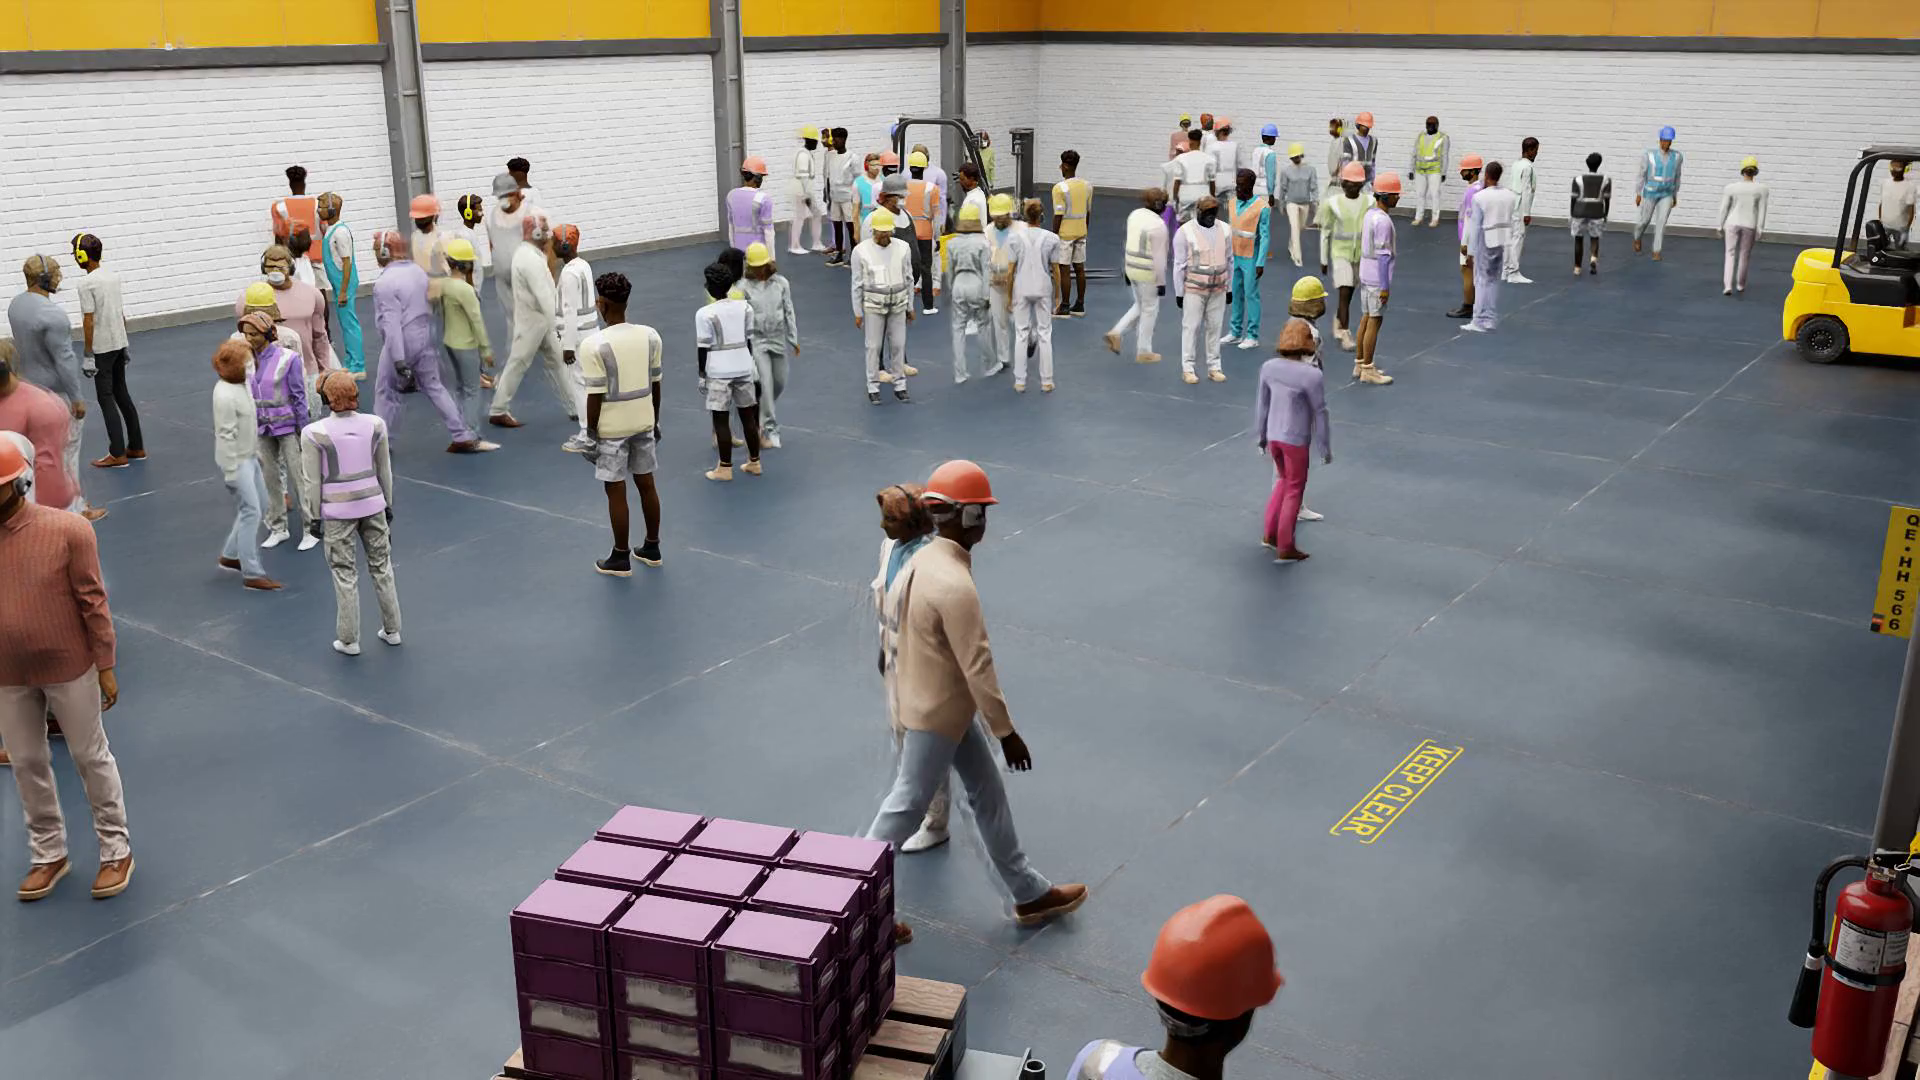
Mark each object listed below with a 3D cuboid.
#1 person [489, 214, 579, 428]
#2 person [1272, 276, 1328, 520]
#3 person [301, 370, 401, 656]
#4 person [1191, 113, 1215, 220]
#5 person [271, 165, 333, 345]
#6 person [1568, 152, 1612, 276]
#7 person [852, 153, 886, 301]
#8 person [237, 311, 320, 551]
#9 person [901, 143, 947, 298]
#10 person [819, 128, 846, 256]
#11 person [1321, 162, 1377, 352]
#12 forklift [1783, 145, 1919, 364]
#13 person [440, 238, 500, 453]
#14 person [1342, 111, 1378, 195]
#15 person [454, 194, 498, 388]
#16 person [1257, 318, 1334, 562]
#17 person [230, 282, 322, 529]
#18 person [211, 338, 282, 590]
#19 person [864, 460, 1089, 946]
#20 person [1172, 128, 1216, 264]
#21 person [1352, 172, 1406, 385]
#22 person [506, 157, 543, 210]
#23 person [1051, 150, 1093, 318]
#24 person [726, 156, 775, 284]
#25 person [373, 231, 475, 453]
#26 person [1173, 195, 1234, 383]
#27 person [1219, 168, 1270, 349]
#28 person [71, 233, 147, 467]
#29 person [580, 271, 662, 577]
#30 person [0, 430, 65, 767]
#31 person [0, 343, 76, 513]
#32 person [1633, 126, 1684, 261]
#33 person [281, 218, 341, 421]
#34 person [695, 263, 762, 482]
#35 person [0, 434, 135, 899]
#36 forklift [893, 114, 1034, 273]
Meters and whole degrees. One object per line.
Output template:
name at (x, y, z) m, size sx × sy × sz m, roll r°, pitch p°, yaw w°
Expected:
person at (-3.691, -1.905, 14.537) m, size 1.038 × 1.848 × 0.647 m, roll -3°, pitch 18°, yaw -10°
person at (2.450, -1.014, 11.905) m, size 0.287 × 1.746 × 0.488 m, roll -4°, pitch 18°, yaw -11°
person at (-3.428, -0.152, 9.399) m, size 0.317 × 1.629 × 0.508 m, roll 16°, pitch 24°, yaw 41°
person at (4.072, -6.158, 27.772) m, size 0.343 × 1.882 × 0.586 m, roll -10°, pitch 20°, yaw -29°
person at (-7.044, -3.039, 17.912) m, size 0.609 × 1.953 × 0.388 m, roll -9°, pitch 20°, yaw -25°
person at (8.562, -4.420, 22.644) m, size 0.540 × 1.681 × 0.458 m, roll 4°, pitch 18°, yaw 13°
person at (-1.115, -3.923, 20.867) m, size 0.574 × 1.834 × 0.395 m, roll -17°, pitch 24°, yaw -42°
person at (-4.621, -0.735, 11.220) m, size 0.524 × 1.631 × 0.318 m, roll 3°, pitch 18°, yaw 8°
person at (-0.466, -4.050, 21.110) m, size 0.639 × 1.927 × 0.368 m, roll 6°, pitch 19°, yaw 17°
person at (-1.890, -5.148, 24.643) m, size 0.319 × 1.865 × 0.521 m, roll -10°, pitch 20°, yaw -29°
person at (4.209, -3.088, 18.015) m, size 0.607 × 1.997 × 1.067 m, roll -2°, pitch 18°, yaw -5°
forklift at (9.803, -2.879, 17.013) m, size 2.313 × 2.155 × 1.214 m, roll 12°, pitch 21°, yaw 33°
person at (-4.068, -1.594, 13.696) m, size 0.334 × 1.764 × 0.532 m, roll -13°, pitch 22°, yaw -35°
person at (6.180, -5.581, 25.716) m, size 0.607 × 2.041 × 0.377 m, roll -7°, pitch 19°, yaw -21°
person at (-4.685, -2.385, 16.025) m, size 0.324 × 1.854 × 0.510 m, roll -6°, pitch 19°, yaw -17°
person at (2.197, -0.642, 10.947) m, size 0.326 × 1.625 × 0.544 m, roll -12°, pitch 21°, yaw -32°
person at (-4.810, -0.937, 11.668) m, size 0.484 × 1.745 × 0.298 m, roll -5°, pitch 18°, yaw -14°
person at (-4.537, -0.482, 10.462) m, size 0.381 × 1.611 × 0.529 m, roll -3°, pitch 18°, yaw -9°
person at (-0.031, 0.657, 6.406) m, size 1.047 × 1.926 × 0.640 m, roll -1°, pitch 18°, yaw -3°
person at (3.311, -4.845, 23.605) m, size 0.625 × 1.932 × 0.515 m, roll 1°, pitch 18°, yaw 2°
person at (4.089, -2.543, 16.207) m, size 0.376 × 2.042 × 0.615 m, roll 0°, pitch 18°, yaw -1°
person at (-4.892, -3.354, 18.886) m, size 0.372 × 1.959 × 0.604 m, roll 1°, pitch 18°, yaw 4°
person at (1.294, -3.615, 19.683) m, size 0.603 × 1.966 × 0.368 m, roll -15°, pitch 23°, yaw -40°
person at (-2.245, -3.151, 18.136) m, size 0.614 × 2.031 × 0.402 m, roll 11°, pitch 21°, yaw 32°
person at (-4.496, -1.589, 13.553) m, size 1.025 × 1.855 × 0.645 m, roll 4°, pitch 18°, yaw 13°
person at (2.387, -2.447, 16.254) m, size 0.636 × 1.834 × 0.429 m, roll -6°, pitch 19°, yaw -18°
person at (3.090, -3.037, 17.955) m, size 0.383 × 1.918 × 0.591 m, roll -11°, pitch 21°, yaw -31°
person at (-6.830, -1.510, 13.289) m, size 0.332 × 1.856 × 0.527 m, roll 2°, pitch 18°, yaw 5°
person at (-2.170, -0.741, 10.692) m, size 0.361 × 1.965 × 0.613 m, roll 14°, pitch 23°, yaw 37°
person at (-4.607, 0.140, 7.983) m, size 0.402 × 1.940 × 0.602 m, roll 0°, pitch 18°, yaw -1°
person at (-5.062, -0.141, 8.934) m, size 0.629 × 1.888 × 0.904 m, roll 6°, pitch 19°, yaw 19°
person at (10.215, -5.103, 24.400) m, size 0.622 × 1.931 × 0.733 m, roll 2°, pitch 18°, yaw 6°
person at (-5.534, -1.774, 14.070) m, size 0.434 × 1.870 × 0.599 m, roll 1°, pitch 18°, yaw 2°
person at (-1.805, -1.294, 12.889) m, size 0.545 × 1.689 × 0.327 m, roll -17°, pitch 24°, yaw -42°
person at (-3.744, 0.519, 6.734) m, size 0.628 × 1.982 × 0.403 m, roll -3°, pitch 18°, yaw -8°
forklift at (-0.171, -4.594, 22.377) m, size 2.313 × 2.155 × 1.214 m, roll 1°, pitch 18°, yaw 3°
